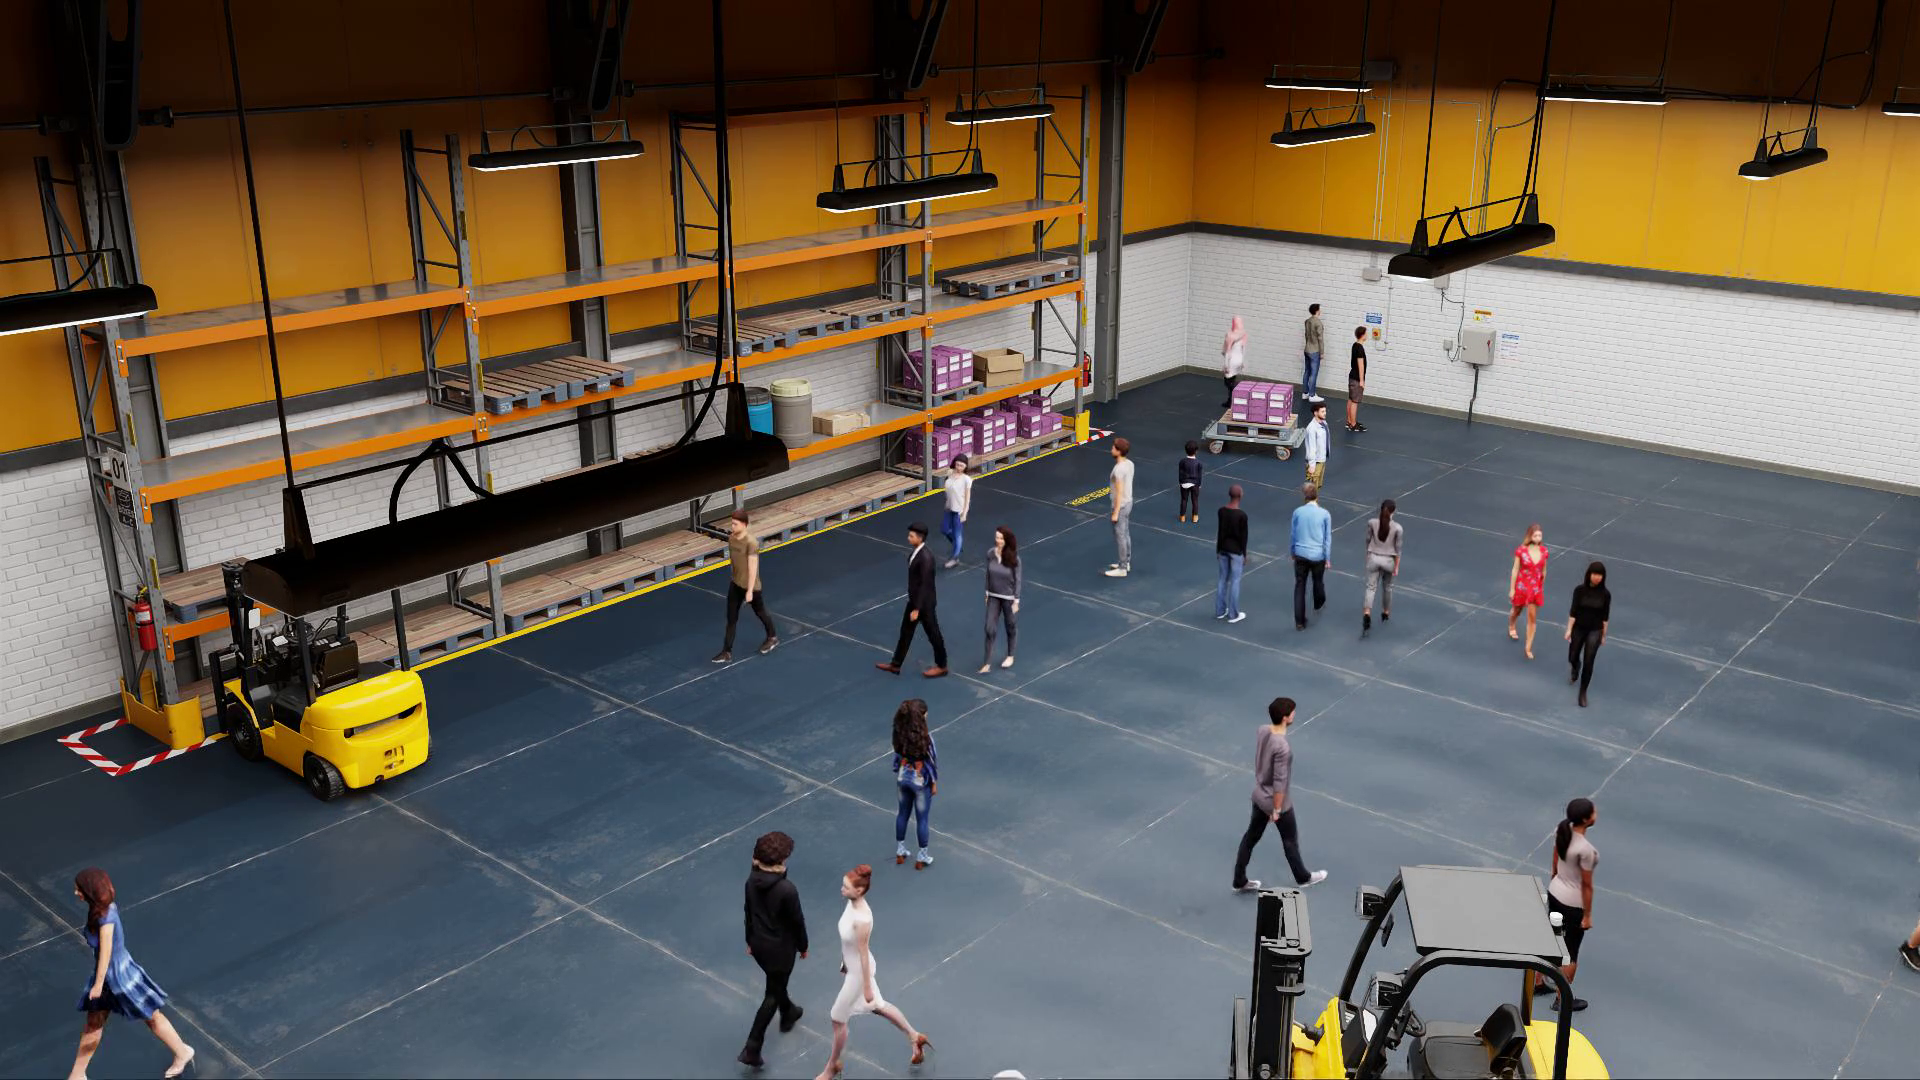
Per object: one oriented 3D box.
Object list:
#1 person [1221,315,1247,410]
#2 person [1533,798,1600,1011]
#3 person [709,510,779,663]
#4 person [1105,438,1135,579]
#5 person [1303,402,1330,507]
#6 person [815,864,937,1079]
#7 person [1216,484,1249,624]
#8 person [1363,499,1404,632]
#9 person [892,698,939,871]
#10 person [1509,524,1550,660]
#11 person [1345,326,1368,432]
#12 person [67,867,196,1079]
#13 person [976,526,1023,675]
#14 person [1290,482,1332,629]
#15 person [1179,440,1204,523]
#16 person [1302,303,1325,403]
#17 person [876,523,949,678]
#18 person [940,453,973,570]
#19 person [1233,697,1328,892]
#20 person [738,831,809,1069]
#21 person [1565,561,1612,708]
[{"bbox_3d":[5.102,-3.238,30.700,0.988,1.787,0.893,-10,21,-28],"label":"person"},{"bbox_3d":[4.688,2.785,12.854,0.774,1.762,0.731,-5,19,-14],"label":"person"},{"bbox_3d":[-2.429,0.531,19.478,0.688,1.807,1.211,15,24,37],"label":"person"},{"bbox_3d":[2.155,-0.442,22.231,0.790,1.893,0.604,7,20,19],"label":"person"},{"bbox_3d":[5.218,-1.141,24.436,0.775,1.812,0.565,10,21,28],"label":"person"},{"bbox_3d":[-0.608,3.117,11.880,1.165,1.754,1.038,-3,19,-10],"label":"person"},{"bbox_3d":[3.371,0.157,20.684,0.616,1.745,0.564,18,25,42],"label":"person"},{"bbox_3d":[5.115,0.332,20.319,0.794,1.646,1.119,8,20,23],"label":"person"},{"bbox_3d":[-0.411,2.167,14.912,0.642,1.619,0.588,11,22,30],"label":"person"},{"bbox_3d":[6.726,0.561,19.784,0.976,1.554,1.140,1,19,4],"label":"person"},{"bbox_3d":[7.044,-2.885,29.535,0.823,1.862,0.741,0,19,0],"label":"person"},{"bbox_3d":[-5.895,3.144,11.819,1.213,1.742,0.785,-15,24,-37],"label":"person"},{"bbox_3d":[0.531,0.654,19.211,0.806,1.744,1.018,8,20,22],"label":"person"},{"bbox_3d":[4.273,0.220,20.475,0.904,1.759,1.216,9,21,25],"label":"person"},{"bbox_3d":[3.400,-0.868,24.548,0.568,1.223,0.587,4,19,12],"label":"person"},{"bbox_3d":[6.693,-3.572,31.567,0.776,1.867,0.790,-7,20,-20],"label":"person"},{"bbox_3d":[-0.329,0.700,18.914,1.208,1.846,1.056,-6,20,-18],"label":"person"},{"bbox_3d":[0.019,-0.387,22.454,0.673,1.647,0.694,-14,23,-35],"label":"person"},{"bbox_3d":[2.613,2.241,14.383,1.194,1.817,1.030,-7,20,-19],"label":"person"},{"bbox_3d":[-1.413,3.020,12.189,0.778,1.741,1.196,11,21,29],"label":"person"},{"bbox_3d":[6.930,0.991,18.392,0.733,1.628,0.945,7,20,21],"label":"person"}]
